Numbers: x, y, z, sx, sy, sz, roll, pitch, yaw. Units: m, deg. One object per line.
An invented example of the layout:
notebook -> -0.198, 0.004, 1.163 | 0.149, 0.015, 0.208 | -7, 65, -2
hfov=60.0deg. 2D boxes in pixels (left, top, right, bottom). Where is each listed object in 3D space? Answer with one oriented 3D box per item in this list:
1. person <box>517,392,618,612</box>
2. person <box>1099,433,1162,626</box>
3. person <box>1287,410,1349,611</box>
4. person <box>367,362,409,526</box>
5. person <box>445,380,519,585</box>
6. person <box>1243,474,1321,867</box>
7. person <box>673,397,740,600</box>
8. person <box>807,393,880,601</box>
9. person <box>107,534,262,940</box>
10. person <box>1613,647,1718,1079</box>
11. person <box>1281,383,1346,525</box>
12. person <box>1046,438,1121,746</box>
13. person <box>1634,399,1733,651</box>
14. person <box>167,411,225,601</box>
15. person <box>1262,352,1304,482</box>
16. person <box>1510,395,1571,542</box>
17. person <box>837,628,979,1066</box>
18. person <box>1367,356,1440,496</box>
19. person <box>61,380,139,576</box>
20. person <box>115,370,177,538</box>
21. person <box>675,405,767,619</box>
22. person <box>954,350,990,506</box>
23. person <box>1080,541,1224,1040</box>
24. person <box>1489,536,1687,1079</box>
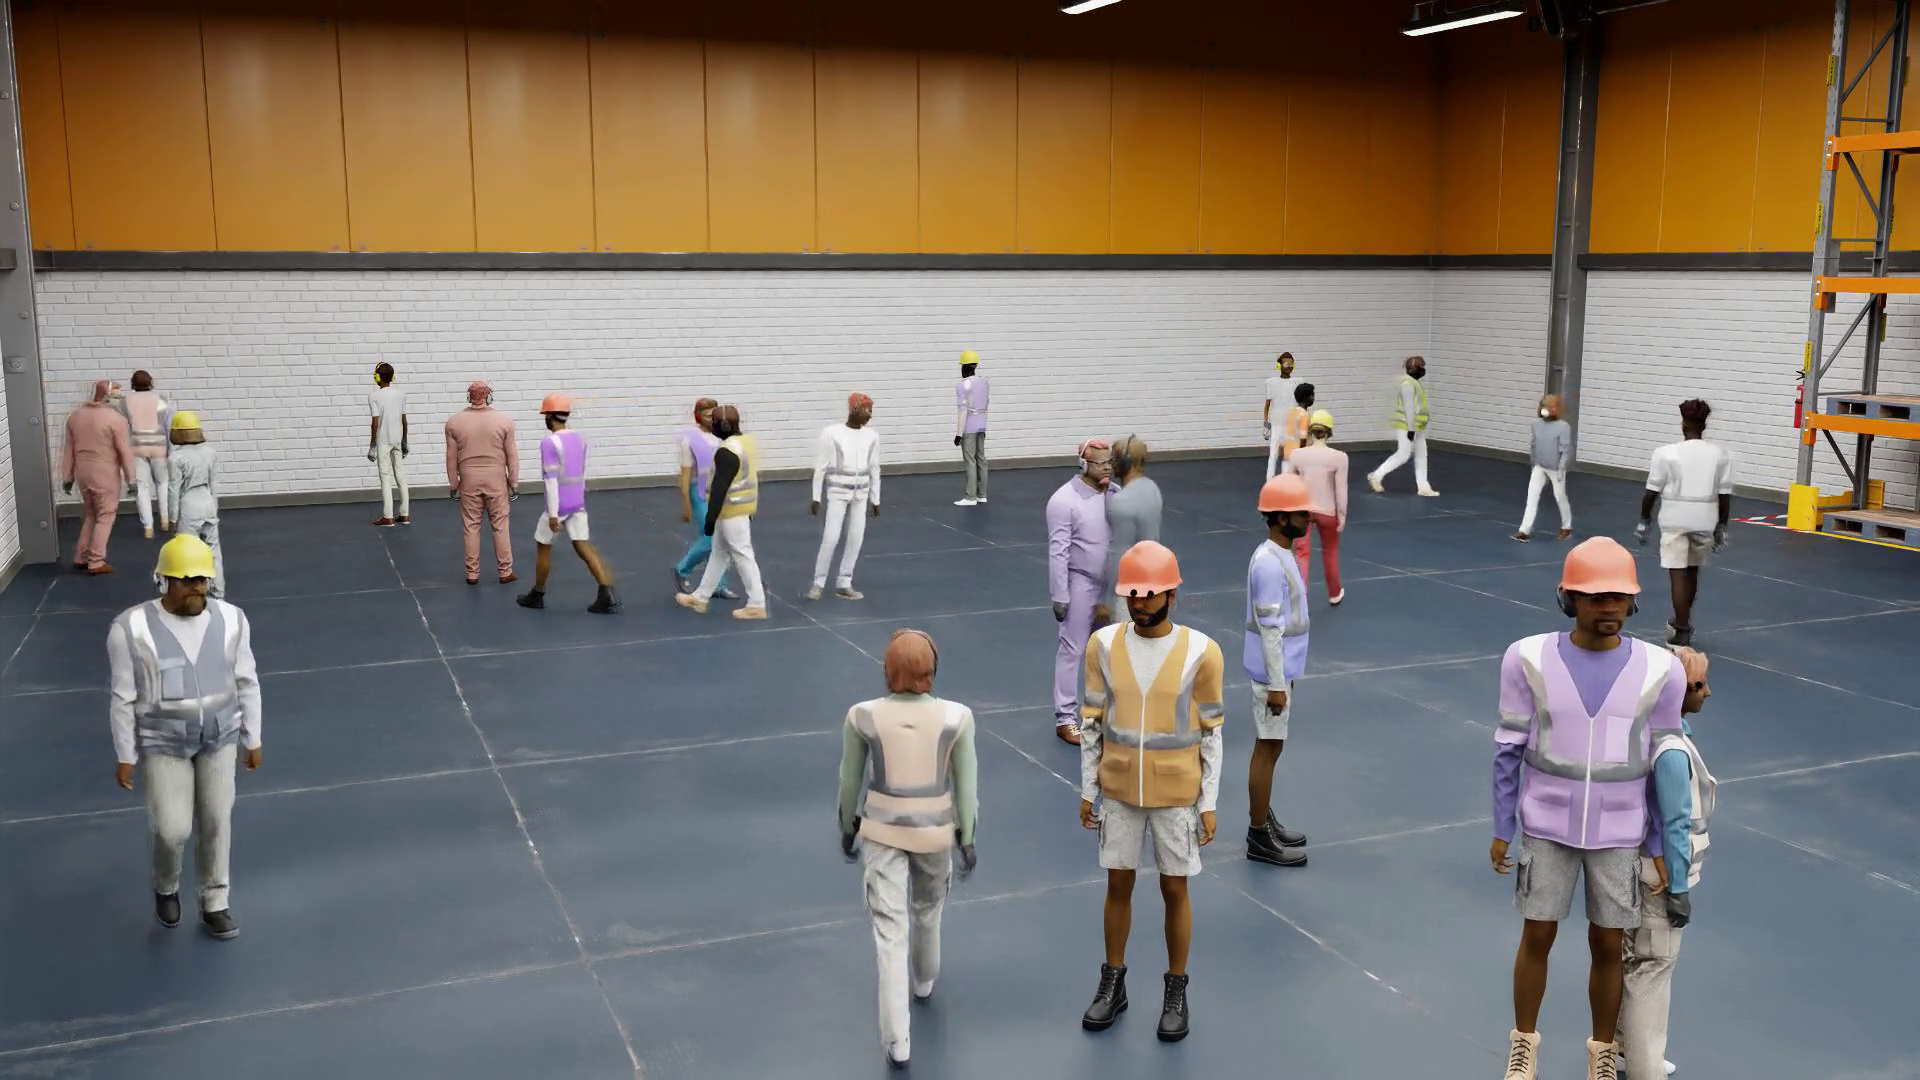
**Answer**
person -> -3.357, -0.314, 14.216 | 0.982, 1.898, 0.552 | 4, 10, 25
person -> 1.054, 0.296, 10.371 | 0.382, 1.941, 0.629 | 4, 10, 22
person -> 3.075, -0.246, 14.274 | 0.541, 1.734, 0.802 | 4, 10, 21
person -> -6.529, -1.091, 18.969 | 0.316, 1.870, 0.531 | 6, 11, 33
person -> -4.432, -0.535, 15.493 | 0.651, 1.906, 0.403 | -1, 9, -8
person -> 1.591, 0.636, 8.287 | 0.349, 1.942, 0.543 | 2, 10, 13
person -> -2.245, -0.362, 14.703 | 0.501, 1.822, 0.610 | 5, 11, 29
person -> -1.019, -0.375, 14.736 | 0.703, 1.837, 0.372 | -6, 11, -31
person -> -3.361, 0.866, 7.266 | 0.615, 1.813, 0.423 | -9, 13, -42
person -> 2.475, 1.183, 5.888 | 0.308, 1.640, 0.510 | 2, 10, 10
person -> 3.887, -0.923, 18.577 | 0.843, 1.648, 0.552 | -1, 9, -8
person -> 0.835, 0.311, 10.367 | 0.652, 1.906, 0.403 | -8, 12, -41
person -> 5.614, -0.139, 13.001 | 0.633, 1.928, 0.889 | 0, 9, 0
person -> -6.520, -0.225, 14.125 | 0.312, 1.744, 0.485 | 4, 10, 24
person -> 4.102, -1.442, 21.085 | 0.528, 1.876, 0.323 | 1, 9, 6
person -> 6.321, -0.767, 17.873 | 0.890, 1.582, 0.514 | -7, 12, -36
person -> -0.202, 1.122, 6.382 | 0.533, 1.588, 0.853 | 0, 9, -2
person -> 5.749, -1.465, 21.422 | 0.846, 1.820, 0.627 | 5, 10, 26
person -> -8.248, -0.594, 15.965 | 0.666, 1.868, 0.515 | 3, 10, 18
person -> -8.964, -0.960, 18.319 | 0.634, 1.812, 0.767 | -5, 10, -26
person -> -2.016, -0.229, 13.960 | 0.852, 1.798, 0.639 | 1, 9, 4
person -> 0.133, -1.379, 20.535 | 0.377, 1.929, 0.585 | 7, 12, 37
person -> 0.717, 0.956, 6.361 | 0.552, 1.935, 0.370 | 3, 10, 20
person -> 2.160, 0.997, 5.777 | 0.614, 2.048, 0.361 | 3, 10, 18
